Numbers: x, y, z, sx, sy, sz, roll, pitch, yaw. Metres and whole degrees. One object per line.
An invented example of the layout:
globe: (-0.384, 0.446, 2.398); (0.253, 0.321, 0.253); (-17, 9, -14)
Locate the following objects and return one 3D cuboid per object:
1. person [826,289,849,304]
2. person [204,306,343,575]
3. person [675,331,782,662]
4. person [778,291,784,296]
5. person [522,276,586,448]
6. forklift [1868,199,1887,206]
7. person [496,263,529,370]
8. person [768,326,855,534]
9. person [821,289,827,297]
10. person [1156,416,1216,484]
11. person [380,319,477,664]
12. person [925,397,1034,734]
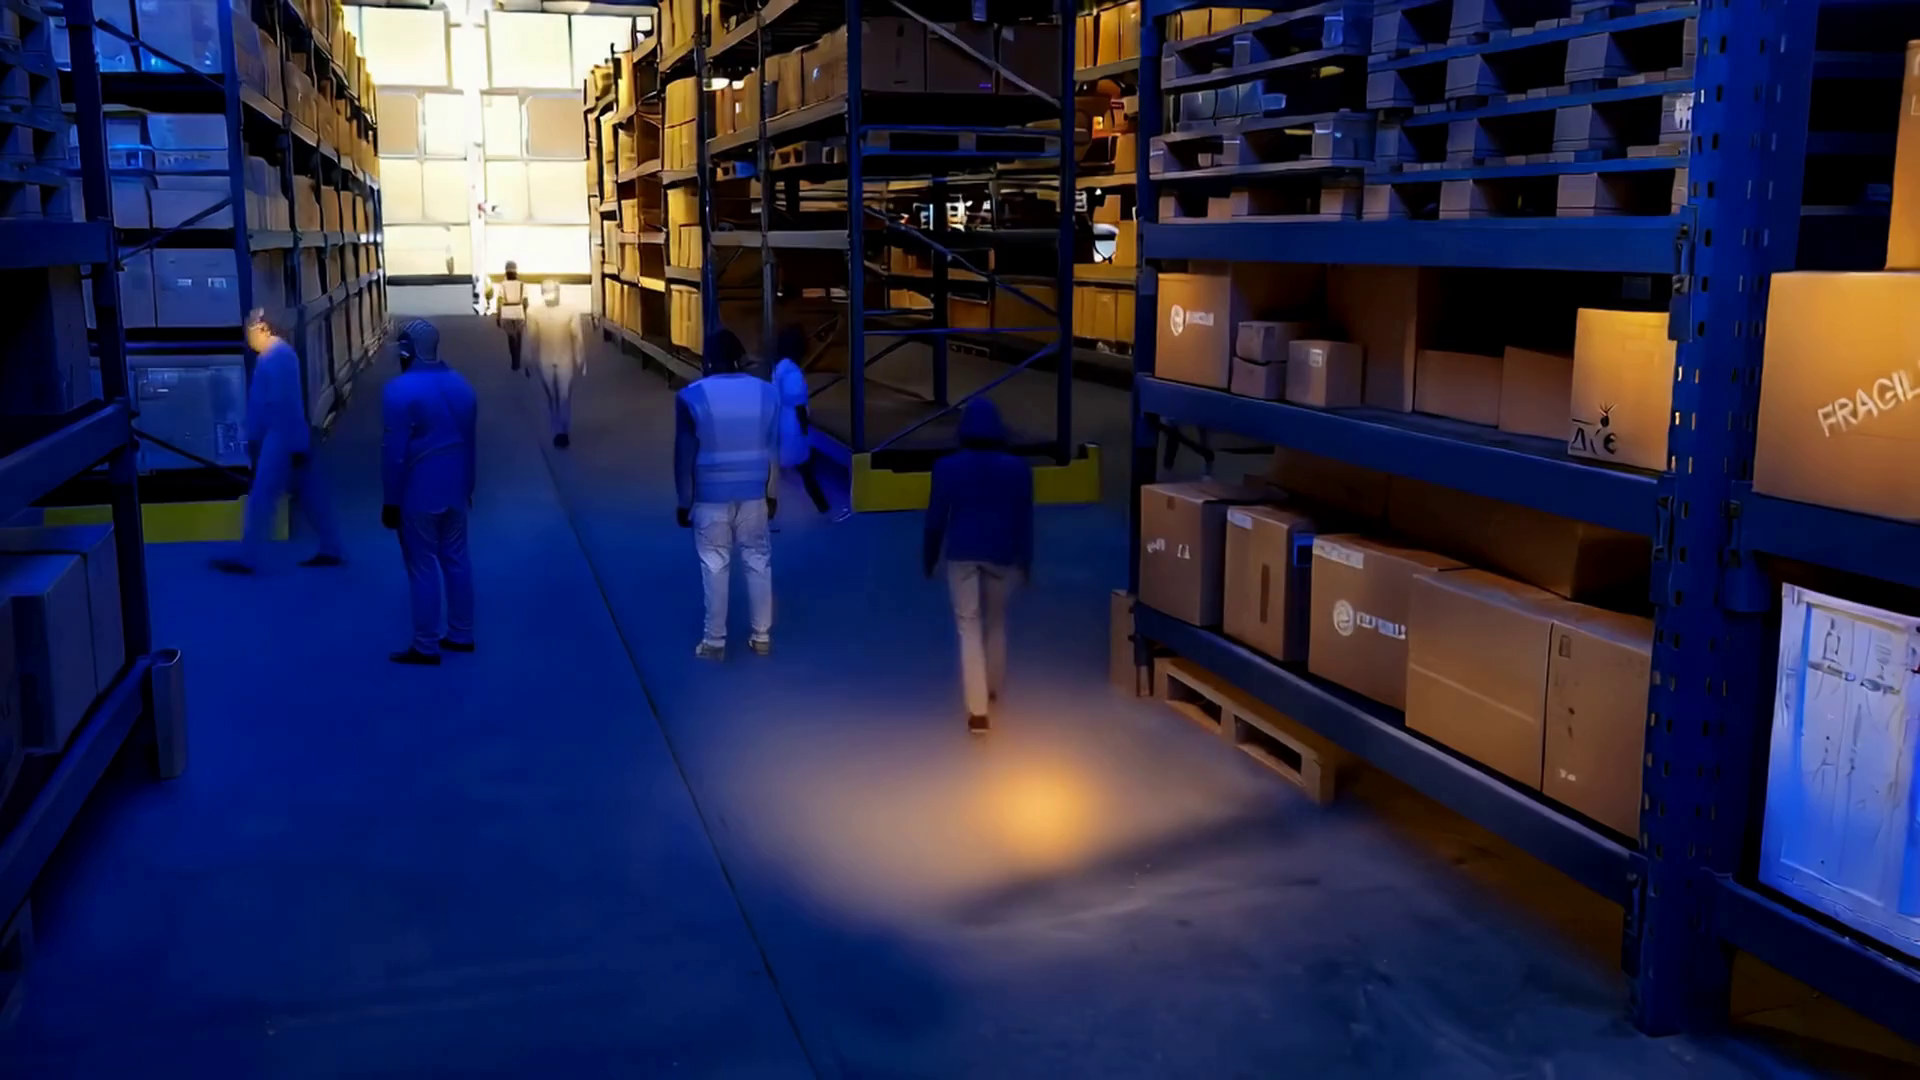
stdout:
person: (-2.269, -4.367, 31.868); (0.627, 1.840, 0.429); (-8, 13, -39)
person: (-4.847, -0.691, 11.654); (0.950, 1.867, 0.660); (-3, 11, -18)
person: (-1.293, -0.239, 9.254); (0.619, 1.837, 0.430); (-5, 12, -27)
person: (-4.954, -7.150, 46.692); (0.375, 1.995, 0.611); (6, 12, 31)
person: (-4.547, -1.969, 18.525); (0.661, 1.901, 0.917); (0, 10, -1)
forklift: (11.338, -2.915, 21.052); (1.129, 2.768, 1.873); (-3, 11, -17)
person: (-8.010, -4.002, 29.749); (0.561, 1.884, 0.980); (-5, 11, -24)
person: (-1.298, -0.870, 13.208); (0.882, 1.640, 0.547); (-2, 11, -10)
person: (-3.456, -6.439, 43.545); (0.883, 1.729, 0.535); (-4, 11, -19)
person: (2.099, -1.415, 15.273); (0.673, 1.974, 1.082); (-3, 11, -17)
person: (-2.963, -0.268, 9.242); (0.400, 1.902, 0.641); (5, 11, 24)
person: (0.096, 0.112, 8.007); (0.516, 1.592, 0.851); (-1, 10, -5)
